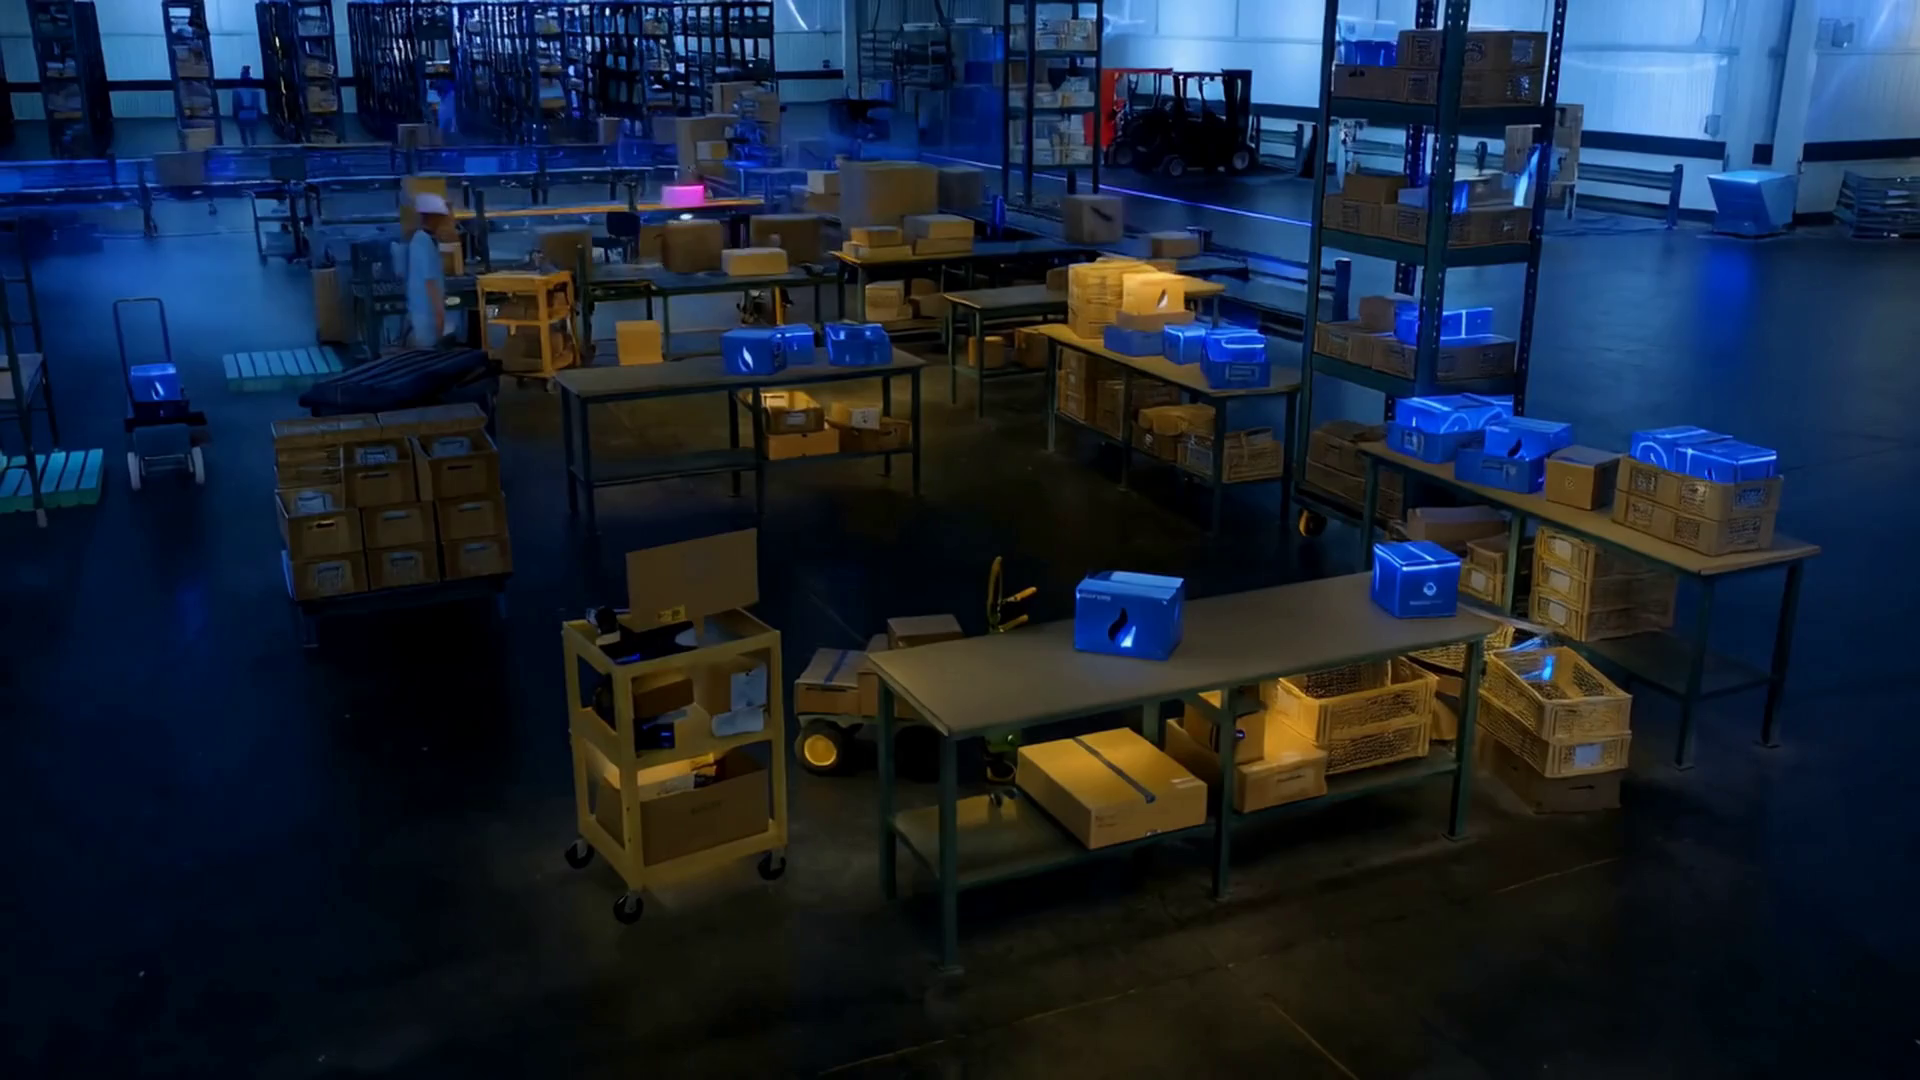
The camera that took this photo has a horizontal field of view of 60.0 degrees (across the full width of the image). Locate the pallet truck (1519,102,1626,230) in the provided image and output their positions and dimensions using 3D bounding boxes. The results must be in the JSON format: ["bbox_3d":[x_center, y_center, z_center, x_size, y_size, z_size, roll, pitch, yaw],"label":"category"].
[{"bbox_3d":[9.972,-6.037,26.785,1.885,1.965,0.823,-9,20,-25],"label":"pallet truck"}]

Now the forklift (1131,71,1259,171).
[{"bbox_3d":[4.998,-8.936,35.413,2.680,1.987,1.157,-9,20,-25],"label":"forklift"}]

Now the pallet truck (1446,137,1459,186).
[{"bbox_3d":[9.184,-6.485,29.328,1.630,1.274,0.653,-8,19,-23],"label":"pallet truck"}]

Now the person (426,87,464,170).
[{"bbox_3d":[-11.353,-9.100,36.765,0.962,1.798,0.582,-8,19,-24],"label":"person"}]

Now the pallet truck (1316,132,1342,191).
[{"bbox_3d":[7.723,-7.504,32.656,1.601,1.201,0.680,-8,19,-23],"label":"pallet truck"}]

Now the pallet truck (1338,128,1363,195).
[{"bbox_3d":[7.845,-7.140,31.411,1.522,1.261,0.704,-9,20,-25],"label":"pallet truck"}]

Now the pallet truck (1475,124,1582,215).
[{"bbox_3d":[9.707,-6.455,28.103,1.885,1.965,0.823,-7,19,-20],"label":"pallet truck"}]

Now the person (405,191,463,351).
[{"bbox_3d":[-4.510,-2.031,14.315,0.624,1.910,0.557,0,18,-1],"label":"person"}]

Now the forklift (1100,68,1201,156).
[{"bbox_3d":[4.082,-9.564,37.410,2.680,1.987,1.157,-8,19,-23],"label":"forklift"}]

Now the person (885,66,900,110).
[{"bbox_3d":[-1.787,-12.077,45.914,0.634,1.928,1.051,9,20,26],"label":"person"}]

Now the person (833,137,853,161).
[{"bbox_3d":[-2.276,-7.859,32.987,0.920,1.725,0.537,10,20,29],"label":"person"}]

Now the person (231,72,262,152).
[{"bbox_3d":[-16.835,-10.017,39.289,0.634,2.013,0.760,-10,20,-28],"label":"person"}]
